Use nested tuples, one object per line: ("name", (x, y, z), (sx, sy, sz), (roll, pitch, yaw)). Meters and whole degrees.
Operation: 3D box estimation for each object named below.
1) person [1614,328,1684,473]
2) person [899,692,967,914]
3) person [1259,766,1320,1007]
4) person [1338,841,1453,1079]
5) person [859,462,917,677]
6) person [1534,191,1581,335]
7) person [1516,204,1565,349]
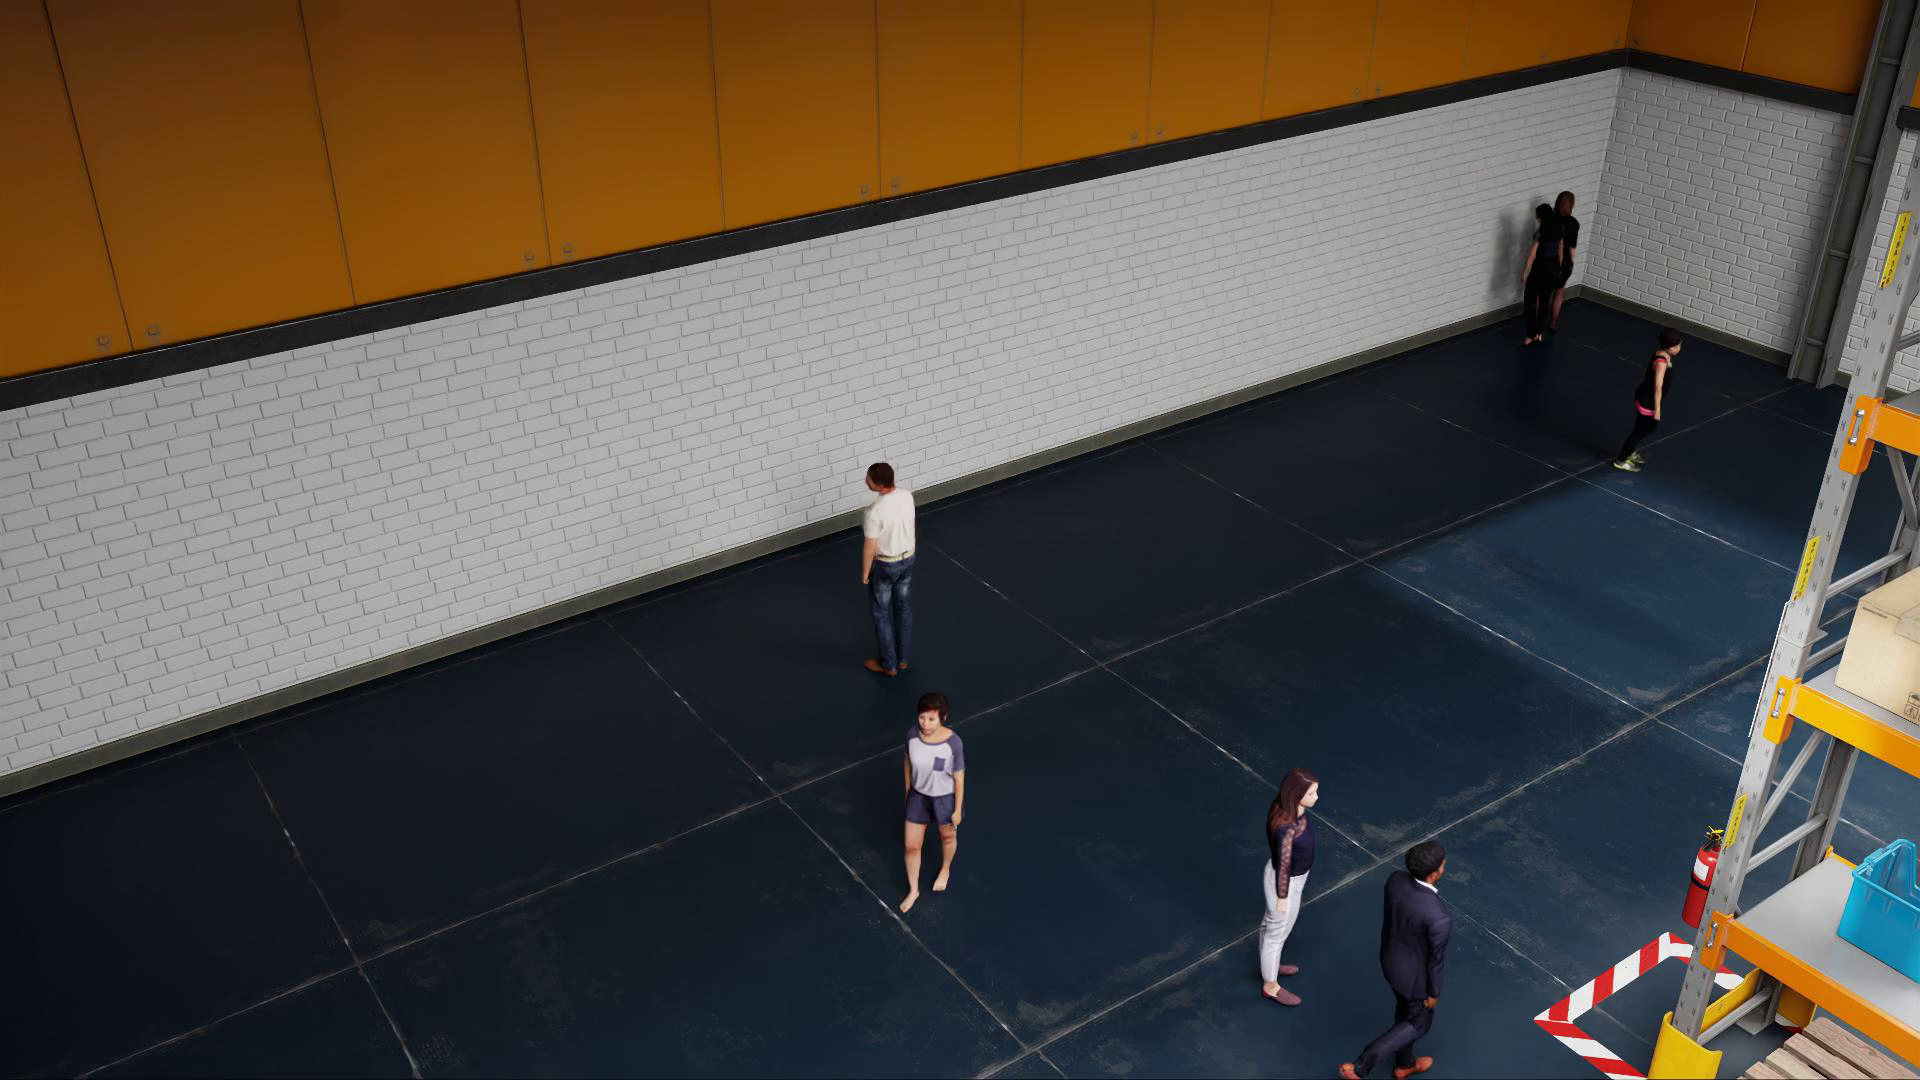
("person", (6.671, -1.377, 16.209), (0.741, 1.525, 0.704), (6, 29, 10))
("person", (-0.142, 1.598, 10.728), (0.810, 1.551, 0.852), (9, 30, 16))
("person", (1.942, 2.032, 9.873), (0.733, 1.608, 0.673), (5, 29, 9))
("person", (2.401, 2.379, 9.129), (0.813, 1.711, 0.936), (-12, 31, -21))
("person", (-0.531, 0.200, 12.992), (0.698, 1.837, 0.584), (-14, 31, -23))
("person", (6.959, -3.243, 19.440), (0.543, 1.706, 0.702), (19, 34, 31))
("person", (6.729, -3.038, 19.072), (0.712, 1.699, 0.668), (-1, 29, -1))
